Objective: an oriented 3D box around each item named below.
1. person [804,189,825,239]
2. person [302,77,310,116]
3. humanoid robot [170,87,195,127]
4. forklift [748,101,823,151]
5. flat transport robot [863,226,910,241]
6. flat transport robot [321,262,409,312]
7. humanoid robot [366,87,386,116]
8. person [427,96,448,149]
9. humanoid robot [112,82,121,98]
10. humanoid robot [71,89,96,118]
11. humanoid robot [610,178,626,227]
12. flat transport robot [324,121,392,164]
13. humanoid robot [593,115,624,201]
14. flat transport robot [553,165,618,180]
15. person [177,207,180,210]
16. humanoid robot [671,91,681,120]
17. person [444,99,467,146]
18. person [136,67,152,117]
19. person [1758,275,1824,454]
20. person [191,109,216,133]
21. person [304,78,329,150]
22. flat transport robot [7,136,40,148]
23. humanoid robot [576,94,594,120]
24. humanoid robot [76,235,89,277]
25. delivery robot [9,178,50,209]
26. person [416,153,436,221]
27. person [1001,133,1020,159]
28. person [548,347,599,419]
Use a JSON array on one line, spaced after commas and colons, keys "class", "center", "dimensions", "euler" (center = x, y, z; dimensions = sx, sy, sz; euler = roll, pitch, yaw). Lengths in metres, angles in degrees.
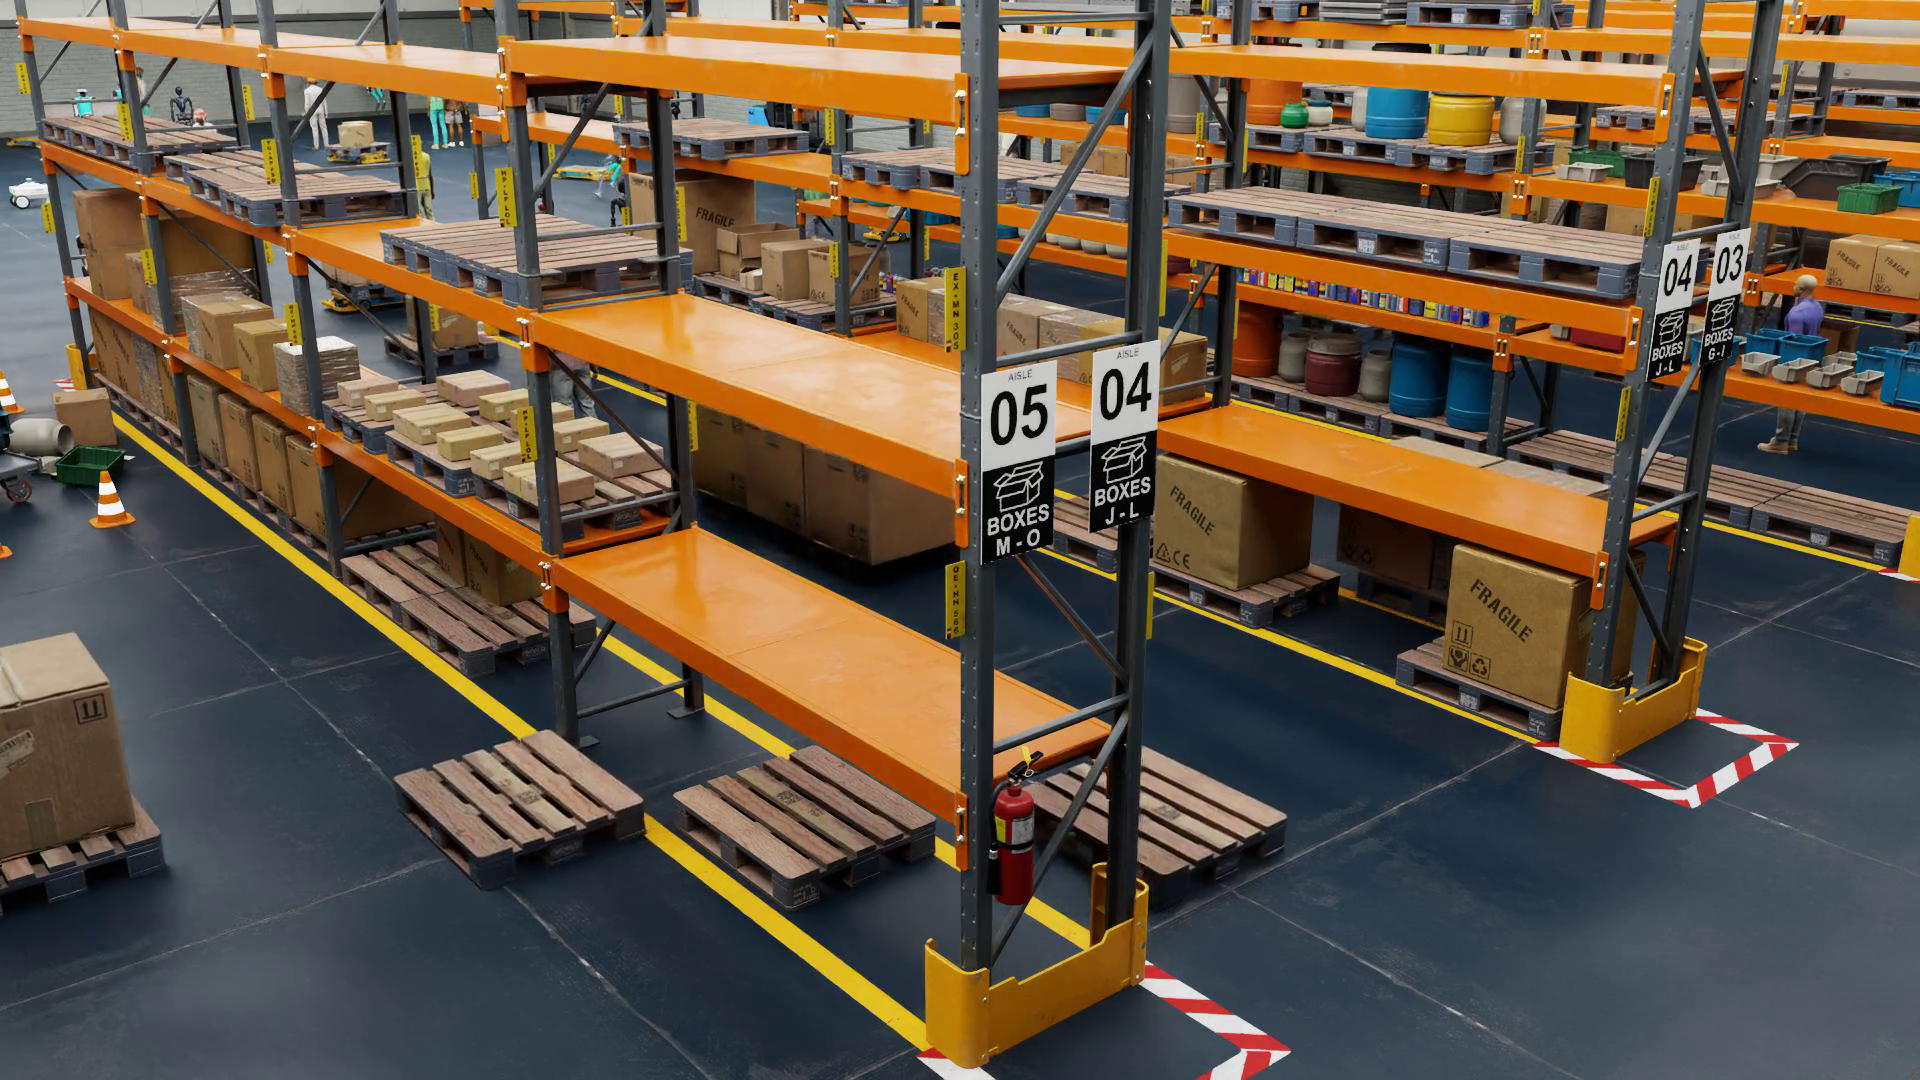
[{"class": "person", "center": [-2.331, -5.054, 26.146], "dimensions": [0.478, 1.705, 0.492], "euler": [-17, 25, -39]}, {"class": "person", "center": [-19.596, -13.541, 50.082], "dimensions": [0.460, 1.861, 0.510], "euler": [-11, 22, -29]}, {"class": "humanoid robot", "center": [-19.497, -10.527, 41.749], "dimensions": [0.599, 1.657, 0.315], "euler": [-15, 24, -37]}, {"class": "forklift", "center": [-4.526, -11.368, 42.374], "dimensions": [1.129, 2.768, 1.873], "euler": [-15, 24, -37]}, {"class": "flat transport robot", "center": [-0.957, -5.503, 29.598], "dimensions": [1.431, 0.231, 0.659], "euler": [-15, 24, -37]}, {"class": "flat transport robot", "center": [-8.337, -3.485, 23.854], "dimensions": [1.431, 0.231, 0.659], "euler": [-15, 24, -37]}, {"class": "humanoid robot", "center": [-17.903, -13.886, 51.039], "dimensions": [0.533, 1.677, 0.735], "euler": [-15, 24, -37]}, {"class": "person", "center": [-13.556, -11.144, 43.076], "dimensions": [0.489, 1.977, 0.391], "euler": [-15, 25, -37]}, {"class": "humanoid robot", "center": [-20.825, -10.613, 41.725], "dimensions": [0.533, 1.677, 0.735], "euler": [-15, 24, -37]}, {"class": "humanoid robot", "center": [-20.645, -9.827, 39.486], "dimensions": [0.533, 1.677, 0.735], "euler": [-15, 24, -37]}, {"class": "humanoid robot", "center": [-4.919, -4.523, 24.664], "dimensions": [0.599, 1.656, 0.315], "euler": [-15, 24, -37]}, {"class": "flat transport robot", "center": [-14.613, -9.293, 40.383], "dimensions": [1.431, 0.231, 0.659], "euler": [9, 21, 24]}, {"class": "humanoid robot", "center": [-7.139, -7.749, 33.811], "dimensions": [0.962, 1.763, 0.542], "euler": [-1, 19, -3]}, {"class": "flat transport robot", "center": [-8.481, -8.264, 37.454], "dimensions": [1.431, 0.231, 0.659], "euler": [11, 22, 28]}, {"class": "person", "center": [-13.420, -6.034, 28.551], "dimensions": [0.613, 1.964, 0.361], "euler": [-15, 25, -37]}, {"class": "humanoid robot", "center": [-7.897, -11.826, 45.450], "dimensions": [0.599, 1.656, 0.315], "euler": [-15, 24, -37]}, {"class": "person", "center": [-13.305, -11.281, 43.647], "dimensions": [0.801, 1.854, 0.384], "euler": [-15, 25, -37]}, {"class": "person", "center": [-22.436, -12.014, 45.664], "dimensions": [0.481, 1.901, 0.496], "euler": [-4, 20, -12]}, {"class": "person", "center": [8.347, -1.748, 16.602], "dimensions": [0.606, 1.797, 0.382], "euler": [-15, 25, -37]}, {"class": "person", "center": [-16.061, -8.266, 35.292], "dimensions": [0.572, 1.703, 0.905], "euler": [7, 20, 19]}, {"class": "person", "center": [-16.573, -11.007, 42.812], "dimensions": [0.584, 1.894, 0.359], "euler": [-15, 25, -37]}, {"class": "flat transport robot", "center": [-24.269, -10.448, 43.671], "dimensions": [1.431, 0.231, 0.659], "euler": [9, 21, 24]}, {"class": "humanoid robot", "center": [-10.606, -12.442, 47.292], "dimensions": [0.611, 1.638, 0.729], "euler": [9, 21, 24]}, {"class": "humanoid robot", "center": [-10.263, -3.038, 20.167], "dimensions": [0.533, 1.677, 0.735], "euler": [-15, 24, -37]}, {"class": "delivery robot", "center": [-18.502, -6.909, 33.124], "dimensions": [0.739, 0.566, 0.499], "euler": [-15, 24, -37]}, {"class": "person", "center": [-9.224, -5.930, 28.408], "dimensions": [0.549, 1.876, 0.432], "euler": [-16, 25, -39]}, {"class": "person", "center": [1.012, -7.472, 32.883], "dimensions": [0.429, 1.802, 0.650], "euler": [-12, 22, -30]}, {"class": "person", "center": [-3.793, -1.674, 16.183], "dimensions": [0.635, 1.938, 0.359], "euler": [-15, 25, -37]}]
